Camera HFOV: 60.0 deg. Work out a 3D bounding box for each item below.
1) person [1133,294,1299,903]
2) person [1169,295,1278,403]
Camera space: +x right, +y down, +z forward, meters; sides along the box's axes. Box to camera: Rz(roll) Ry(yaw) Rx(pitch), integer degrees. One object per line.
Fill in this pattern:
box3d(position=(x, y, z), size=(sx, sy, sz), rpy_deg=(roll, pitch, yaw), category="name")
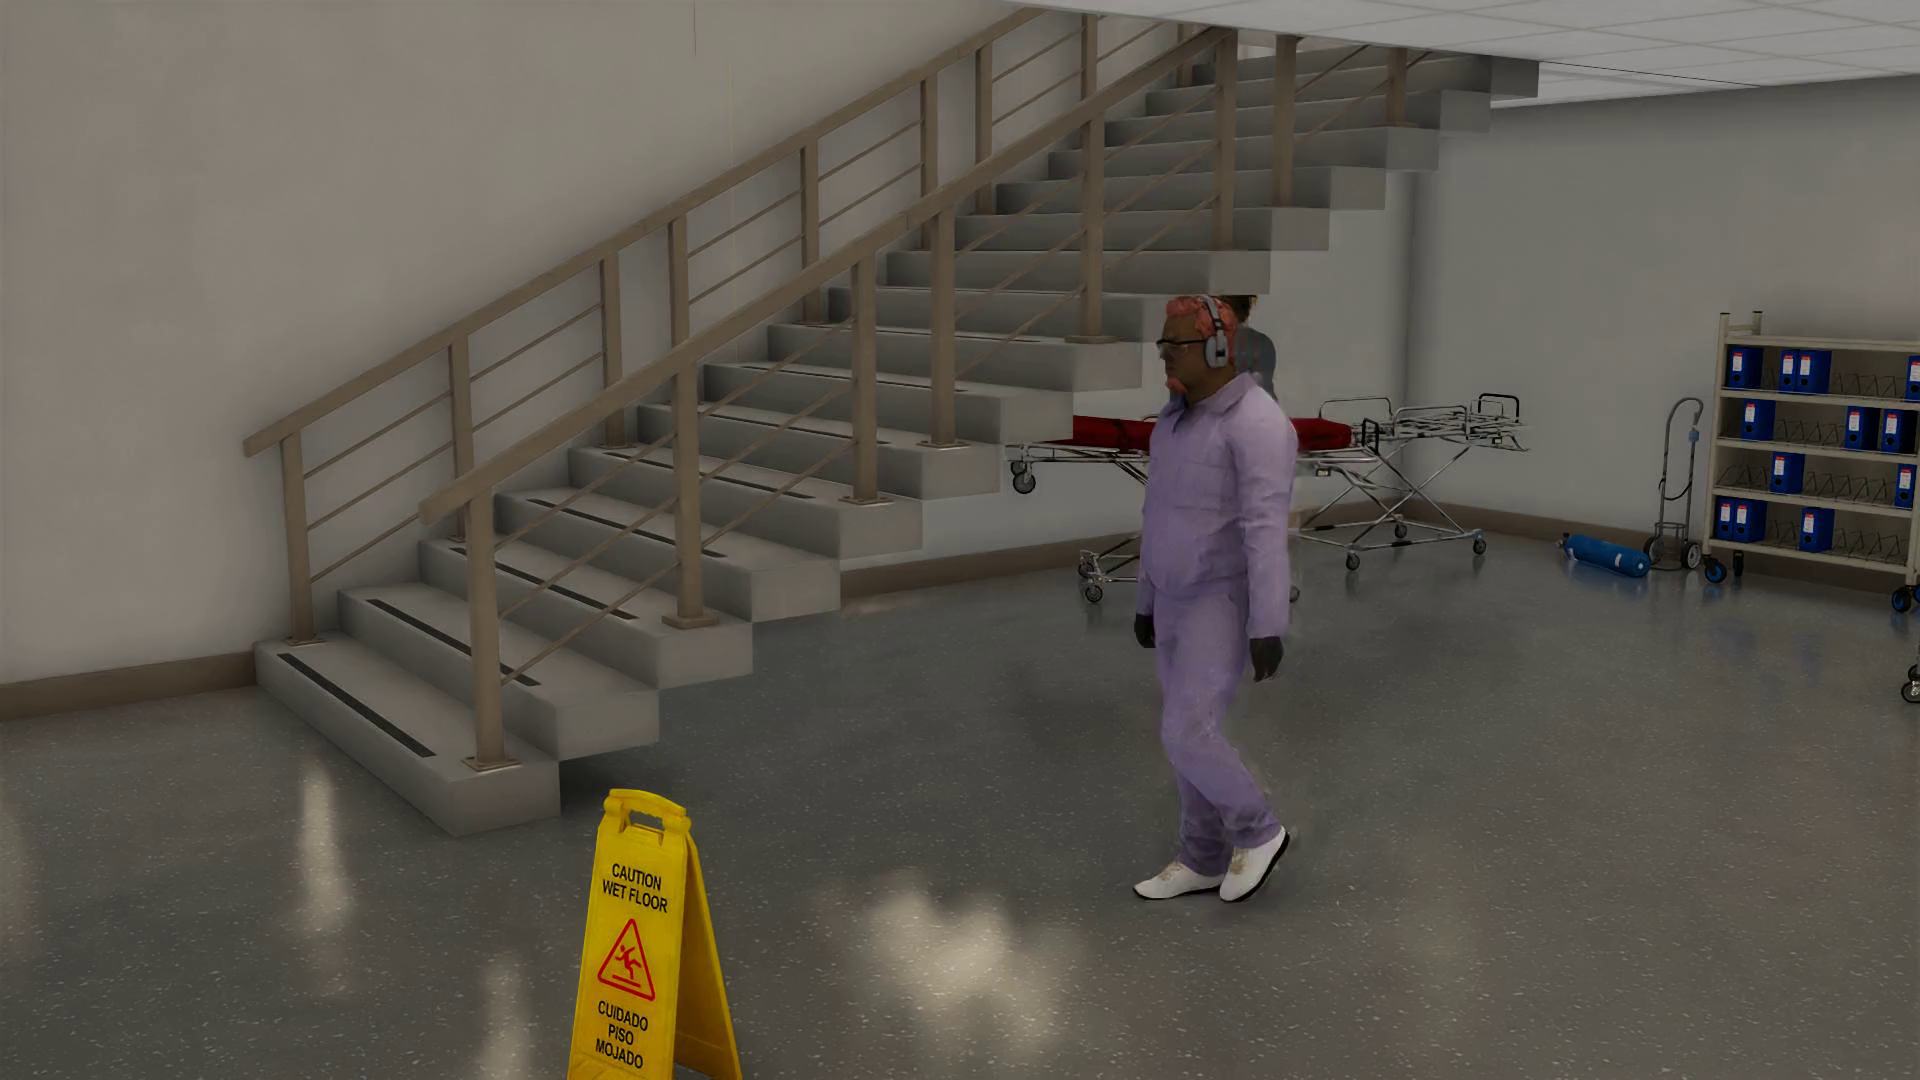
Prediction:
box3d(position=(0.724, 0.205, 5.082), size=(0.429, 1.891, 0.682), rpy_deg=(-4, 11, -20), category="person")
box3d(position=(1.345, -0.412, 8.508), size=(0.366, 1.938, 0.630), rpy_deg=(-9, 14, -43), category="person")
